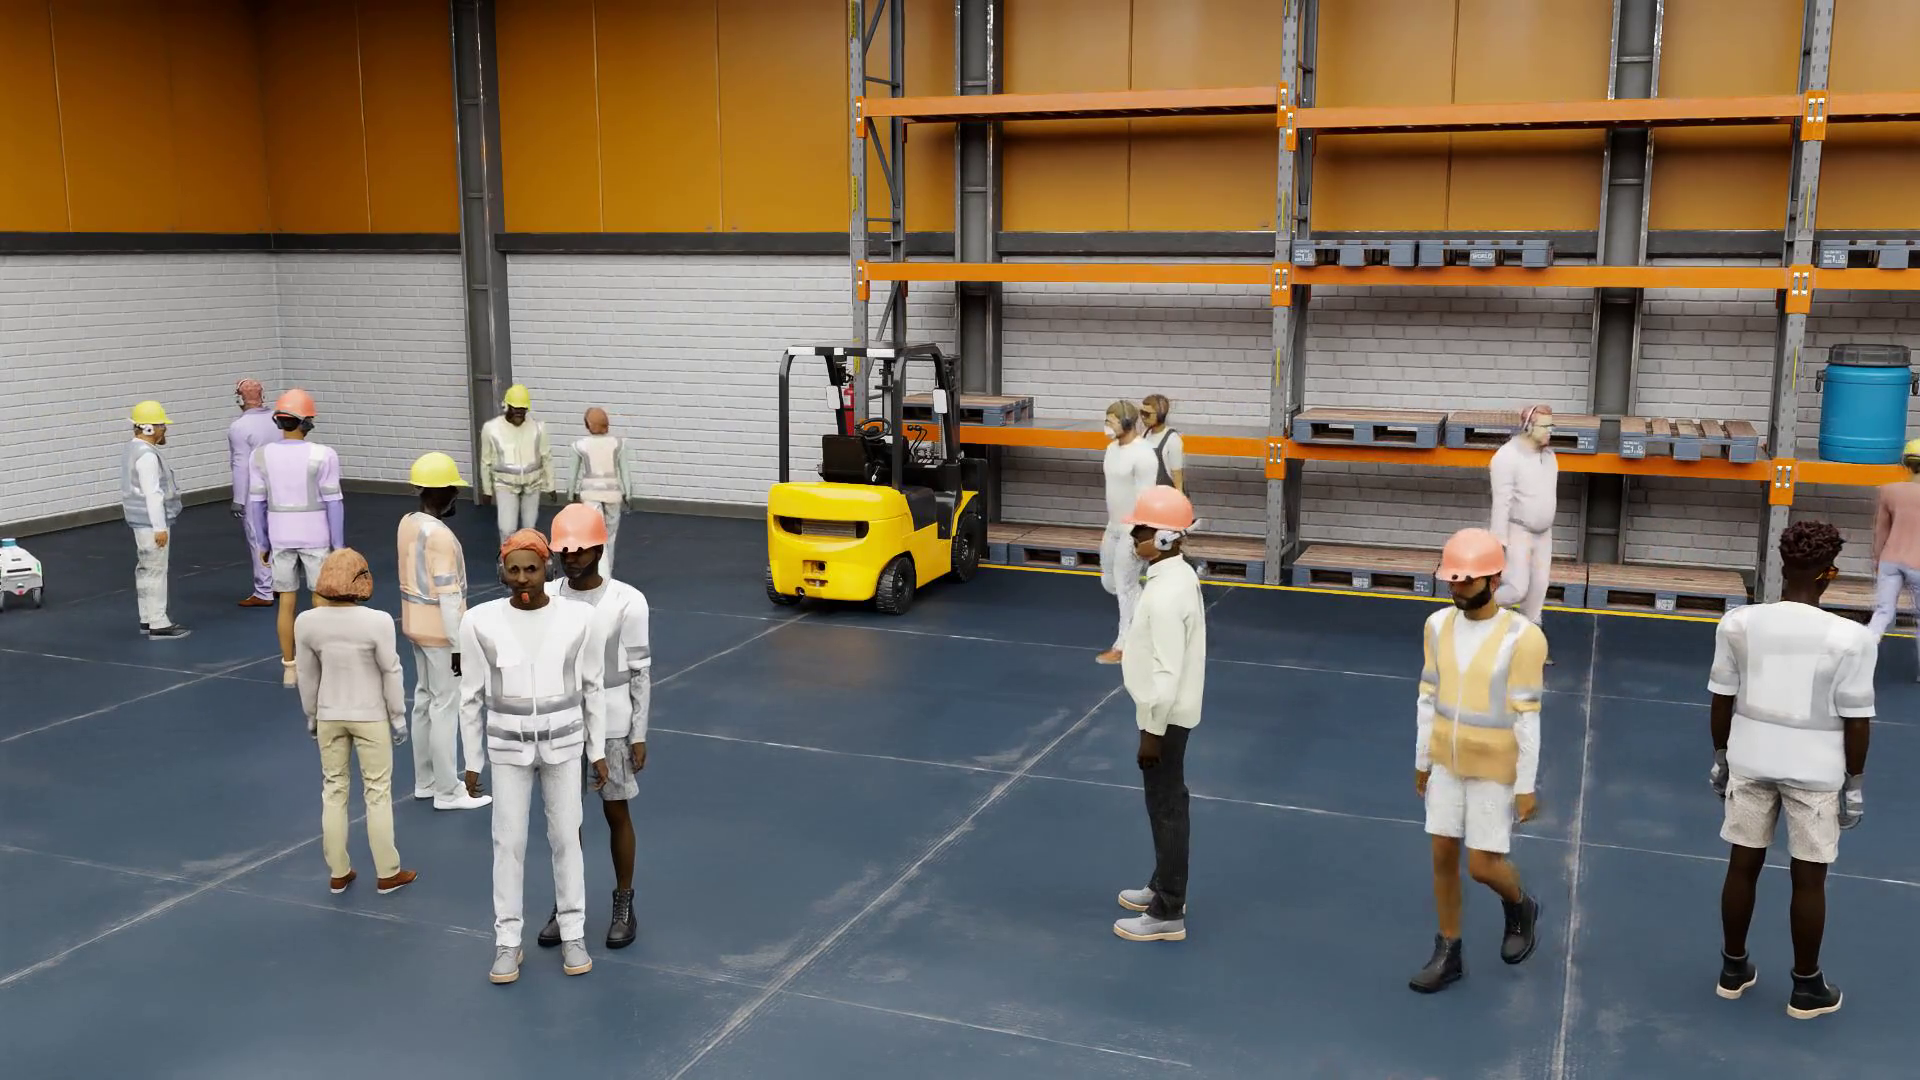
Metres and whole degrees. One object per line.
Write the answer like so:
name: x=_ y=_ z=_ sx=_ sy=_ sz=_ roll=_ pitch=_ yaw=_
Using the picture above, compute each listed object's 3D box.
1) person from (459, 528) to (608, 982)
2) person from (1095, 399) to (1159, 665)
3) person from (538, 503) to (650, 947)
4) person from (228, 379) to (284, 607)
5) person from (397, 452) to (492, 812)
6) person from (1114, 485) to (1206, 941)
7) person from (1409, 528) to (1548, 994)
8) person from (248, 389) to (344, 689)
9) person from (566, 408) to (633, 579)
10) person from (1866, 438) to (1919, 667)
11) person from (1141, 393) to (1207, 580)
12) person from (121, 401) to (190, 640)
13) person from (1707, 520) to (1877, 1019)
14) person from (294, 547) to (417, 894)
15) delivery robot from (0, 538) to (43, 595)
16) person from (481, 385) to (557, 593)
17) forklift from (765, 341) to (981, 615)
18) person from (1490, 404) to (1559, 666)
person: x=-1.749 y=0.880 z=6.852 sx=0.585 sy=1.882 sz=0.340 roll=-3 pitch=11 yaw=-15
person: x=1.279 y=-0.063 z=12.019 sx=0.616 sy=1.919 sz=0.631 roll=-4 pitch=11 yaw=-23
person: x=-1.601 y=0.799 z=7.155 sx=0.542 sy=1.938 sz=0.358 roll=1 pitch=10 yaw=6
person: x=-5.864 y=-0.393 z=13.901 sx=0.403 sy=1.904 sz=0.637 roll=3 pitch=11 yaw=17
person: x=-2.786 y=0.488 z=8.913 sx=0.367 sy=1.926 sz=0.594 roll=-8 pitch=13 yaw=-38
person: x=0.878 y=0.748 z=7.271 sx=0.375 sy=1.997 sz=0.612 roll=2 pitch=10 yaw=11
person: x=2.108 y=0.885 z=6.734 sx=0.553 sy=1.916 sz=0.560 roll=-8 pitch=13 yaw=-37
person: x=-4.485 y=-0.003 z=11.333 sx=0.609 sy=2.043 sz=0.397 roll=0 pitch=10 yaw=0
person: x=-3.130 y=-0.342 z=14.450 sx=0.535 sy=1.596 sz=0.849 roll=-4 pitch=11 yaw=-23
person: x=6.466 y=0.154 z=11.331 sx=0.811 sy=1.734 sz=0.539 roll=-6 pitch=12 yaw=-30
person: x=1.739 y=-0.307 z=13.649 sx=0.693 sy=1.823 sz=0.523 roll=-5 pitch=12 yaw=-28
person: x=-6.188 y=-0.155 z=12.771 sx=0.404 sy=1.827 sz=0.600 roll=-8 pitch=13 yaw=-36
person: x=3.258 y=0.892 z=6.556 sx=0.371 sy=1.966 sz=0.608 roll=-9 pitch=14 yaw=-42
person: x=-2.818 y=0.844 z=7.749 sx=0.498 sy=1.634 sz=0.278 roll=1 pitch=10 yaw=6
delivery robot: x=-7.936 y=0.230 z=13.915 sx=0.477 sy=0.478 sz=0.707 roll=-8 pitch=13 yaw=-38
person: x=-3.837 y=-0.453 z=14.527 sx=0.599 sy=1.790 sz=0.658 roll=-5 pitch=11 yaw=-26
forklift: x=-0.739 y=-0.602 z=14.246 sx=1.214 sy=2.155 sz=2.313 roll=4 pitch=11 yaw=21
person: x=4.033 y=-0.046 z=11.992 sx=0.659 sy=1.888 sz=0.557 roll=-6 pitch=12 yaw=-31
